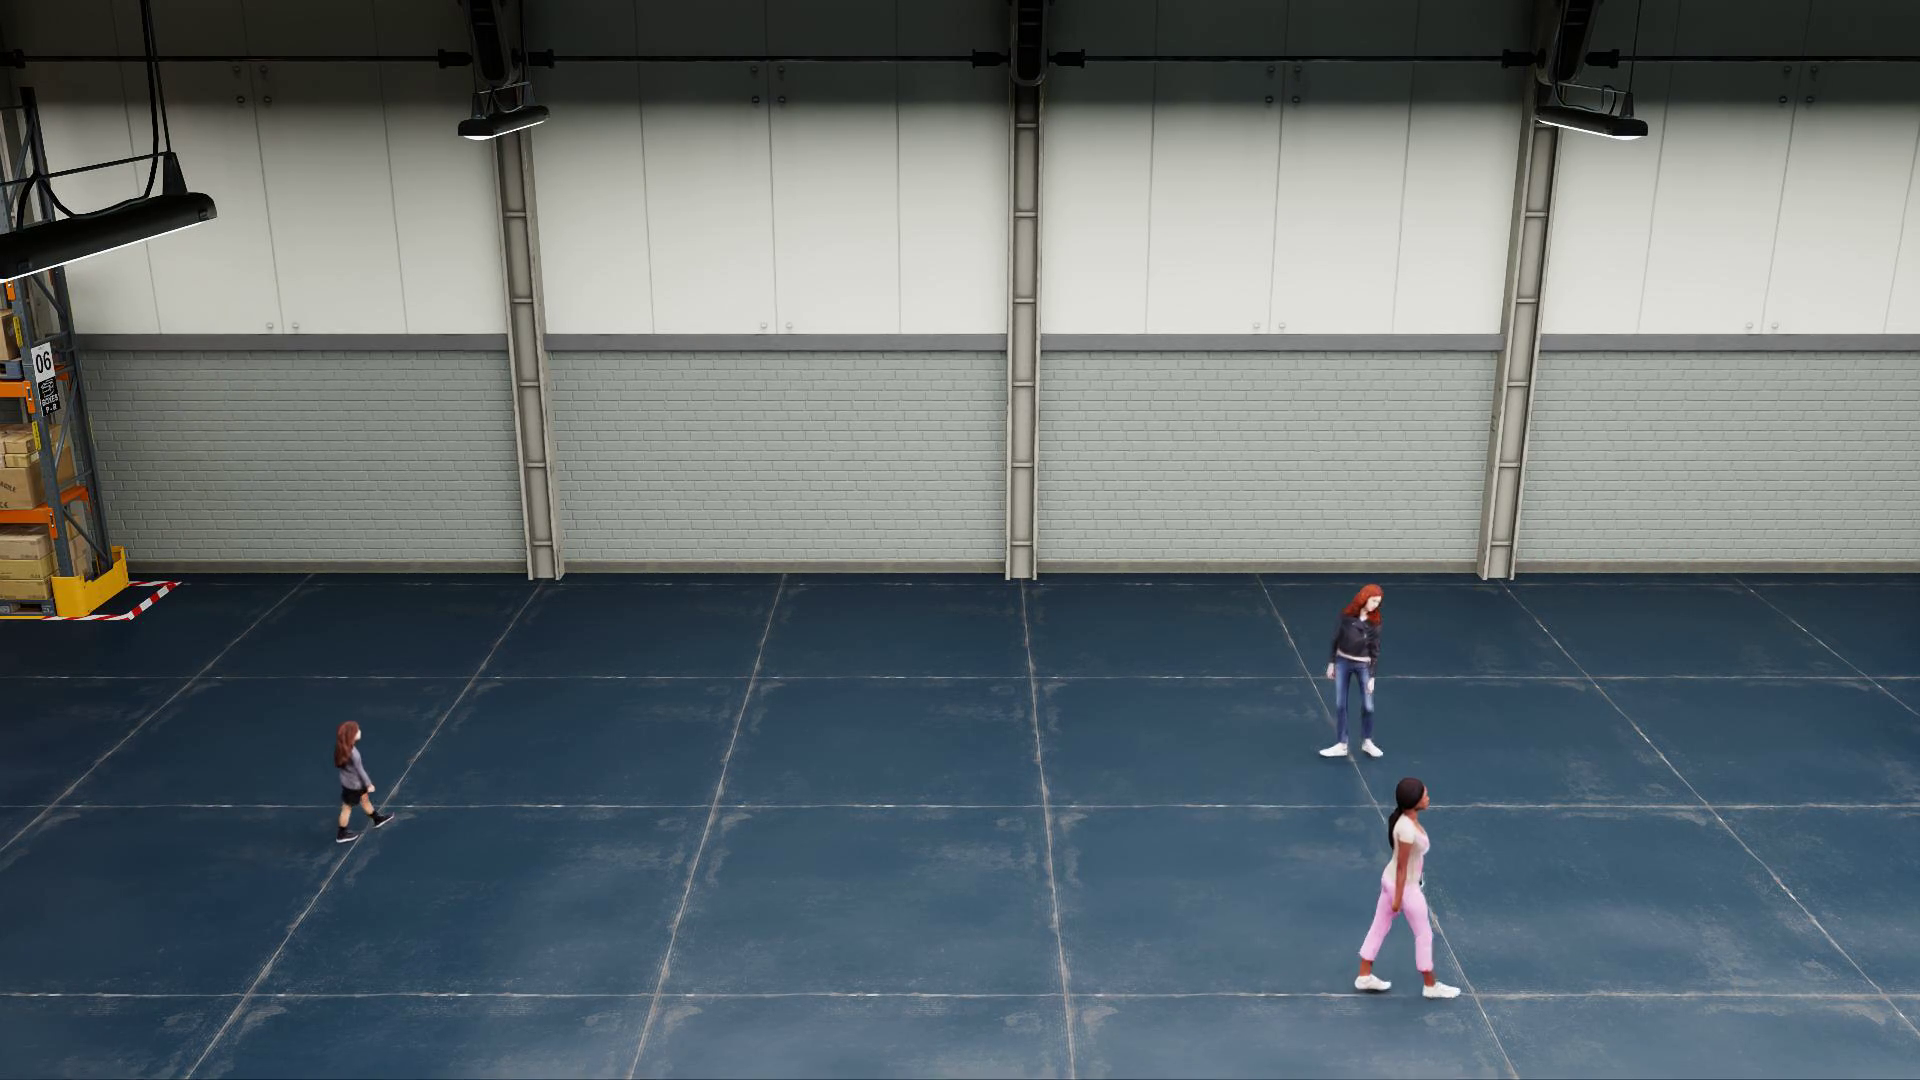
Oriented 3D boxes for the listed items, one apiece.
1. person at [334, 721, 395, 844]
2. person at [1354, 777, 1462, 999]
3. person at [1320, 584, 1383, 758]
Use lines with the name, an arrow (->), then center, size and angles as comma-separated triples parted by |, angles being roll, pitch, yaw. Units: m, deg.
person -> -5.273, 2.083, 14.273 | 0.806, 1.084, 0.686 | -11, 21, -31
person -> 3.080, 2.506, 11.958 | 0.963, 1.713, 0.617 | 1, 18, 2
person -> 3.692, 1.239, 15.769 | 0.721, 1.763, 0.875 | 16, 24, 40
